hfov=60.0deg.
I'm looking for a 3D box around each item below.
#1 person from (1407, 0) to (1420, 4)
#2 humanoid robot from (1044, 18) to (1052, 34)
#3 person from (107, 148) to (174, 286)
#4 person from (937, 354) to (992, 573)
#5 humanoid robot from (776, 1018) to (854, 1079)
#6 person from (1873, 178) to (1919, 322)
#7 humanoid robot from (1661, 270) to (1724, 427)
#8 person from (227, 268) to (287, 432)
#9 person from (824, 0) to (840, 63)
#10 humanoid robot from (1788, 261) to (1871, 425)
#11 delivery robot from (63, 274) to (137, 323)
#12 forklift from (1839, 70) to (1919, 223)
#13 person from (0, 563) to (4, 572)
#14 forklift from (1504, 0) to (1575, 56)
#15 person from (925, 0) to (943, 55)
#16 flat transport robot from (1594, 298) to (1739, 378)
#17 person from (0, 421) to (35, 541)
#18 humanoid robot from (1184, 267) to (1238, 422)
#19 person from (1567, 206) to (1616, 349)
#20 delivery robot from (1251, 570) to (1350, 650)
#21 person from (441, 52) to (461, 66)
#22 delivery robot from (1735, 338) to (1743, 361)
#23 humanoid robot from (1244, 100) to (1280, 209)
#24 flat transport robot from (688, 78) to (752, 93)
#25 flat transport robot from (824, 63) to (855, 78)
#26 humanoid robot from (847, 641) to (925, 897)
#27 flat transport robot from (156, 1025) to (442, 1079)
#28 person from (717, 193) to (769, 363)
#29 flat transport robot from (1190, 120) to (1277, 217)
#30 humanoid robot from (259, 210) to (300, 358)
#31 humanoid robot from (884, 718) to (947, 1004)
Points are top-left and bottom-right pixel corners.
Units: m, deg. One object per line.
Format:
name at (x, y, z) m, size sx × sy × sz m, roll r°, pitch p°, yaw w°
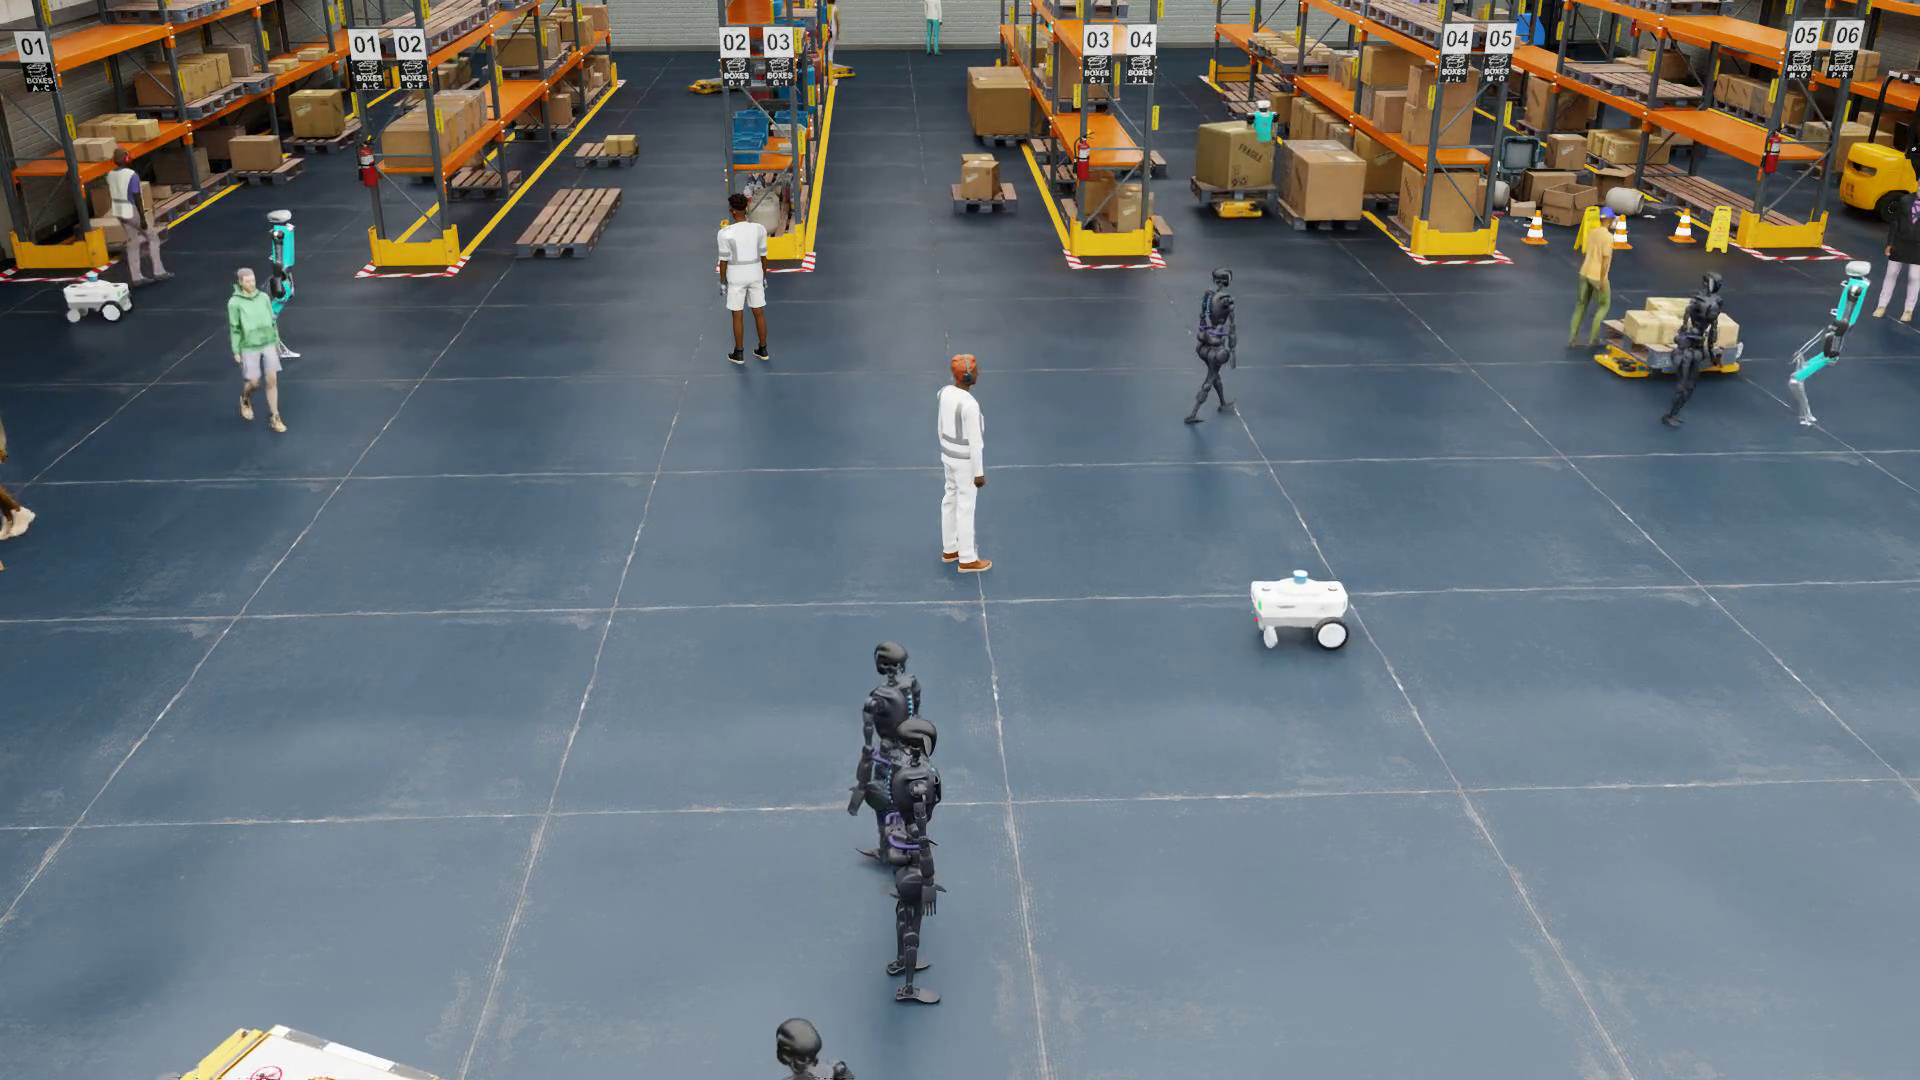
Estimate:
person at (11.417, -12.970, 41.791) m, size 0.730 × 1.771 × 0.376 m, roll -8°, pitch 25°, yaw -18°
humanoid robot at (2.322, -12.976, 41.654) m, size 0.735 × 1.681 × 0.533 m, roll 5°, pitch 25°, yaw 12°
person at (-11.042, -4.352, 22.364) m, size 0.641 × 1.805 × 0.700 m, roll 11°, pitch 26°, yaw 23°
person at (0.025, -0.647, 13.942) m, size 0.355 × 1.883 × 0.572 m, roll -13°, pitch 27°, yaw -27°
humanoid robot at (-0.636, 2.664, 6.761) m, size 0.317 × 1.644 × 0.592 m, roll 21°, pitch 31°, yaw 39°
person at (11.877, -3.663, 20.769) m, size 0.544 × 1.850 × 0.409 m, roll 19°, pitch 31°, yaw 37°
humanoid robot at (7.586, -1.993, 17.242) m, size 0.603 × 1.659 × 0.363 m, roll -12°, pitch 27°, yaw -25°
person at (-7.252, -1.968, 17.097) m, size 0.510 × 1.732 × 0.477 m, roll 21°, pitch 32°, yaw 39°
person at (-3.156, -12.197, 39.971) m, size 0.571 × 1.818 × 0.532 m, roll -1°, pitch 24°, yaw -3°
humanoid robot at (8.912, -2.037, 17.234) m, size 0.667 × 1.781 × 0.548 m, roll 13°, pitch 27°, yaw 28°
delivery robot at (-10.862, -3.048, 20.962) m, size 0.790 × 0.589 × 0.499 m, roll -2°, pitch 24°, yaw -4°
forklift at (15.132, -6.143, 25.915) m, size 2.313 × 2.155 × 1.214 m, roll -1°, pitch 24°, yaw -2°
person at (-8.367, -0.562, 13.756) m, size 0.598 × 1.886 × 0.409 m, roll -22°, pitch 32°, yaw -40°
forklift at (14.700, -13.805, 42.301) m, size 1.873 × 2.768 × 1.129 m, roll -1°, pitch 24°, yaw -2°
person at (-0.669, -13.326, 42.574) m, size 0.528 × 1.768 × 0.310 m, roll 18°, pitch 30°, yaw 35°
flat transport robot at (8.138, -2.089, 19.166) m, size 1.431 × 0.231 × 0.659 m, roll -4°, pitch 24°, yaw -9°
person at (-8.534, -0.805, 14.479) m, size 0.572 × 1.729 × 0.445 m, roll 18°, pitch 29°, yaw 34°
humanoid robot at (2.688, -2.060, 17.420) m, size 0.781 × 1.622 × 0.600 m, roll -12°, pitch 27°, yaw -26°
person at (7.506, -3.093, 19.684) m, size 0.599 × 1.665 × 0.479 m, roll -11°, pitch 26°, yaw -22°
delivery robot at (2.664, 0.536, 12.940) m, size 0.785 × 0.614 × 0.506 m, roll 0°, pitch 24°, yaw 0°
person at (-11.259, -10.647, 36.656) m, size 0.533 × 1.683 × 0.620 m, roll -2°, pitch 24°, yaw -4°
delivery robot at (8.762, -2.324, 19.351) m, size 0.499 × 0.601 × 0.783 m, roll 22°, pitch 32°, yaw 40°
humanoid robot at (4.673, -6.113, 26.326) m, size 0.534 × 1.733 × 0.701 m, roll -5°, pitch 25°, yaw -11°
flat transport robot at (-5.353, -10.296, 37.606) m, size 1.431 × 0.231 × 0.659 m, roll -17°, pitch 29°, yaw -33°
flat transport robot at (-3.178, -11.189, 39.614) m, size 0.659 × 0.231 × 1.431 m, roll -18°, pitch 30°, yaw -35°
humanoid robot at (-0.471, 1.343, 9.753) m, size 0.646 × 1.643 × 0.609 m, roll 15°, pitch 28°, yaw 30°
flat transport robot at (-3.234, 2.790, 8.204) m, size 1.431 × 0.231 × 0.659 m, roll 9°, pitch 26°, yaw 20°
person at (-2.493, -3.018, 19.187) m, size 0.601 × 1.957 × 0.383 m, roll -13°, pitch 27°, yaw -27°
flat transport robot at (4.366, -5.430, 26.674) m, size 0.659 × 0.231 × 1.431 m, roll -1°, pitch 24°, yaw -2°
humanoid robot at (-8.025, -2.868, 19.211) m, size 0.845 × 1.866 × 0.552 m, roll -2°, pitch 24°, yaw -5°
humanoid robot at (-0.244, 1.687, 8.932) m, size 0.315 × 1.657 × 0.599 m, roll -3°, pitch 24°, yaw -8°
